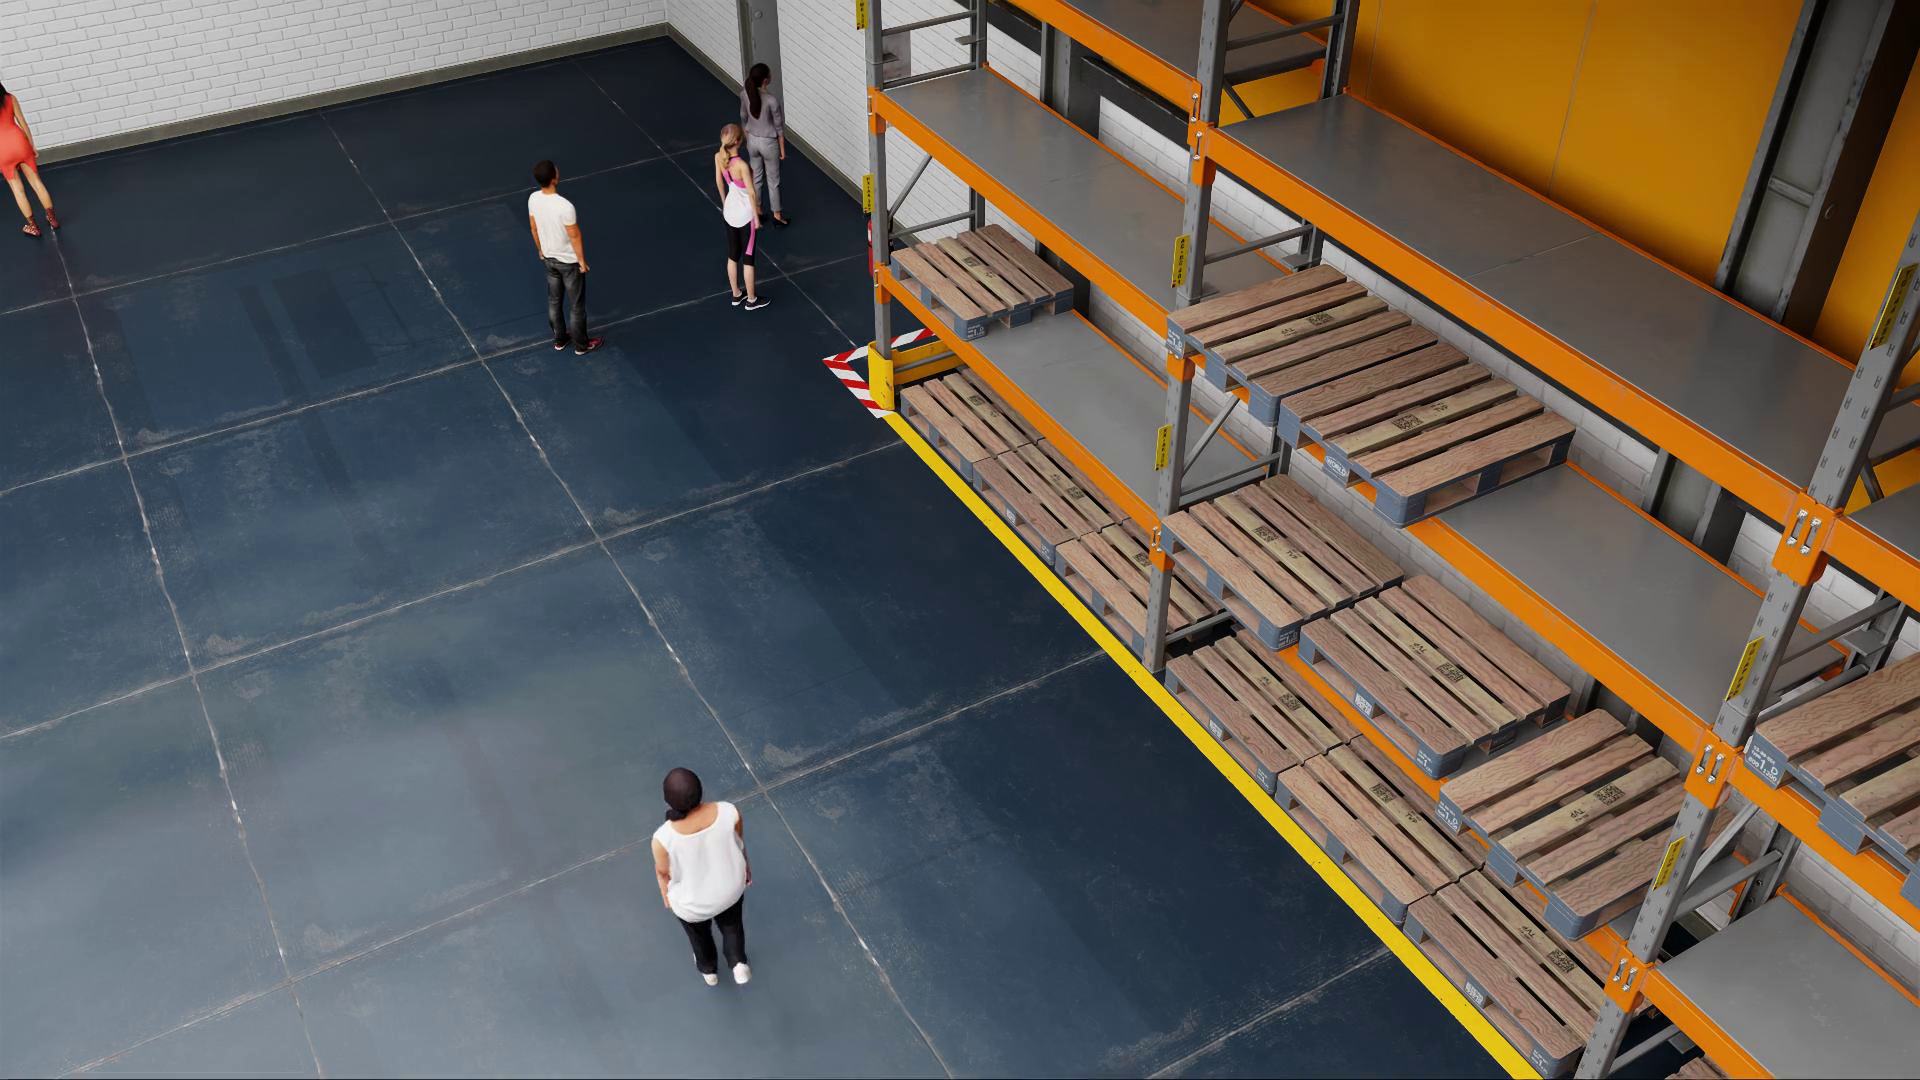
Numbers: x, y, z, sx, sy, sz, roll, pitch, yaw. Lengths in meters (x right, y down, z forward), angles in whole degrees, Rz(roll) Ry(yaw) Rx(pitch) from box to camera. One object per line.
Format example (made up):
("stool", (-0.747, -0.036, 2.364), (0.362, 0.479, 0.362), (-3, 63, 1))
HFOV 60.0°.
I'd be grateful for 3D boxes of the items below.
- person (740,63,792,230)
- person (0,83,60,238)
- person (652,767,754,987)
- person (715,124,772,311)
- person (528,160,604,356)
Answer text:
("person", (-1.926, -3.865, 16.325), (0.684, 1.677, 0.781), (19, 42, 22))
("person", (-9.228, -3.785, 16.191), (0.629, 1.719, 0.656), (27, 46, 29))
("person", (-1.379, 1.907, 9.098), (0.704, 1.676, 0.742), (-15, 41, -18))
("person", (-2.000, -2.921, 15.054), (0.589, 1.788, 0.733), (26, 46, 29))
("person", (-3.477, -2.460, 14.465), (0.666, 1.803, 0.782), (18, 42, 21))
